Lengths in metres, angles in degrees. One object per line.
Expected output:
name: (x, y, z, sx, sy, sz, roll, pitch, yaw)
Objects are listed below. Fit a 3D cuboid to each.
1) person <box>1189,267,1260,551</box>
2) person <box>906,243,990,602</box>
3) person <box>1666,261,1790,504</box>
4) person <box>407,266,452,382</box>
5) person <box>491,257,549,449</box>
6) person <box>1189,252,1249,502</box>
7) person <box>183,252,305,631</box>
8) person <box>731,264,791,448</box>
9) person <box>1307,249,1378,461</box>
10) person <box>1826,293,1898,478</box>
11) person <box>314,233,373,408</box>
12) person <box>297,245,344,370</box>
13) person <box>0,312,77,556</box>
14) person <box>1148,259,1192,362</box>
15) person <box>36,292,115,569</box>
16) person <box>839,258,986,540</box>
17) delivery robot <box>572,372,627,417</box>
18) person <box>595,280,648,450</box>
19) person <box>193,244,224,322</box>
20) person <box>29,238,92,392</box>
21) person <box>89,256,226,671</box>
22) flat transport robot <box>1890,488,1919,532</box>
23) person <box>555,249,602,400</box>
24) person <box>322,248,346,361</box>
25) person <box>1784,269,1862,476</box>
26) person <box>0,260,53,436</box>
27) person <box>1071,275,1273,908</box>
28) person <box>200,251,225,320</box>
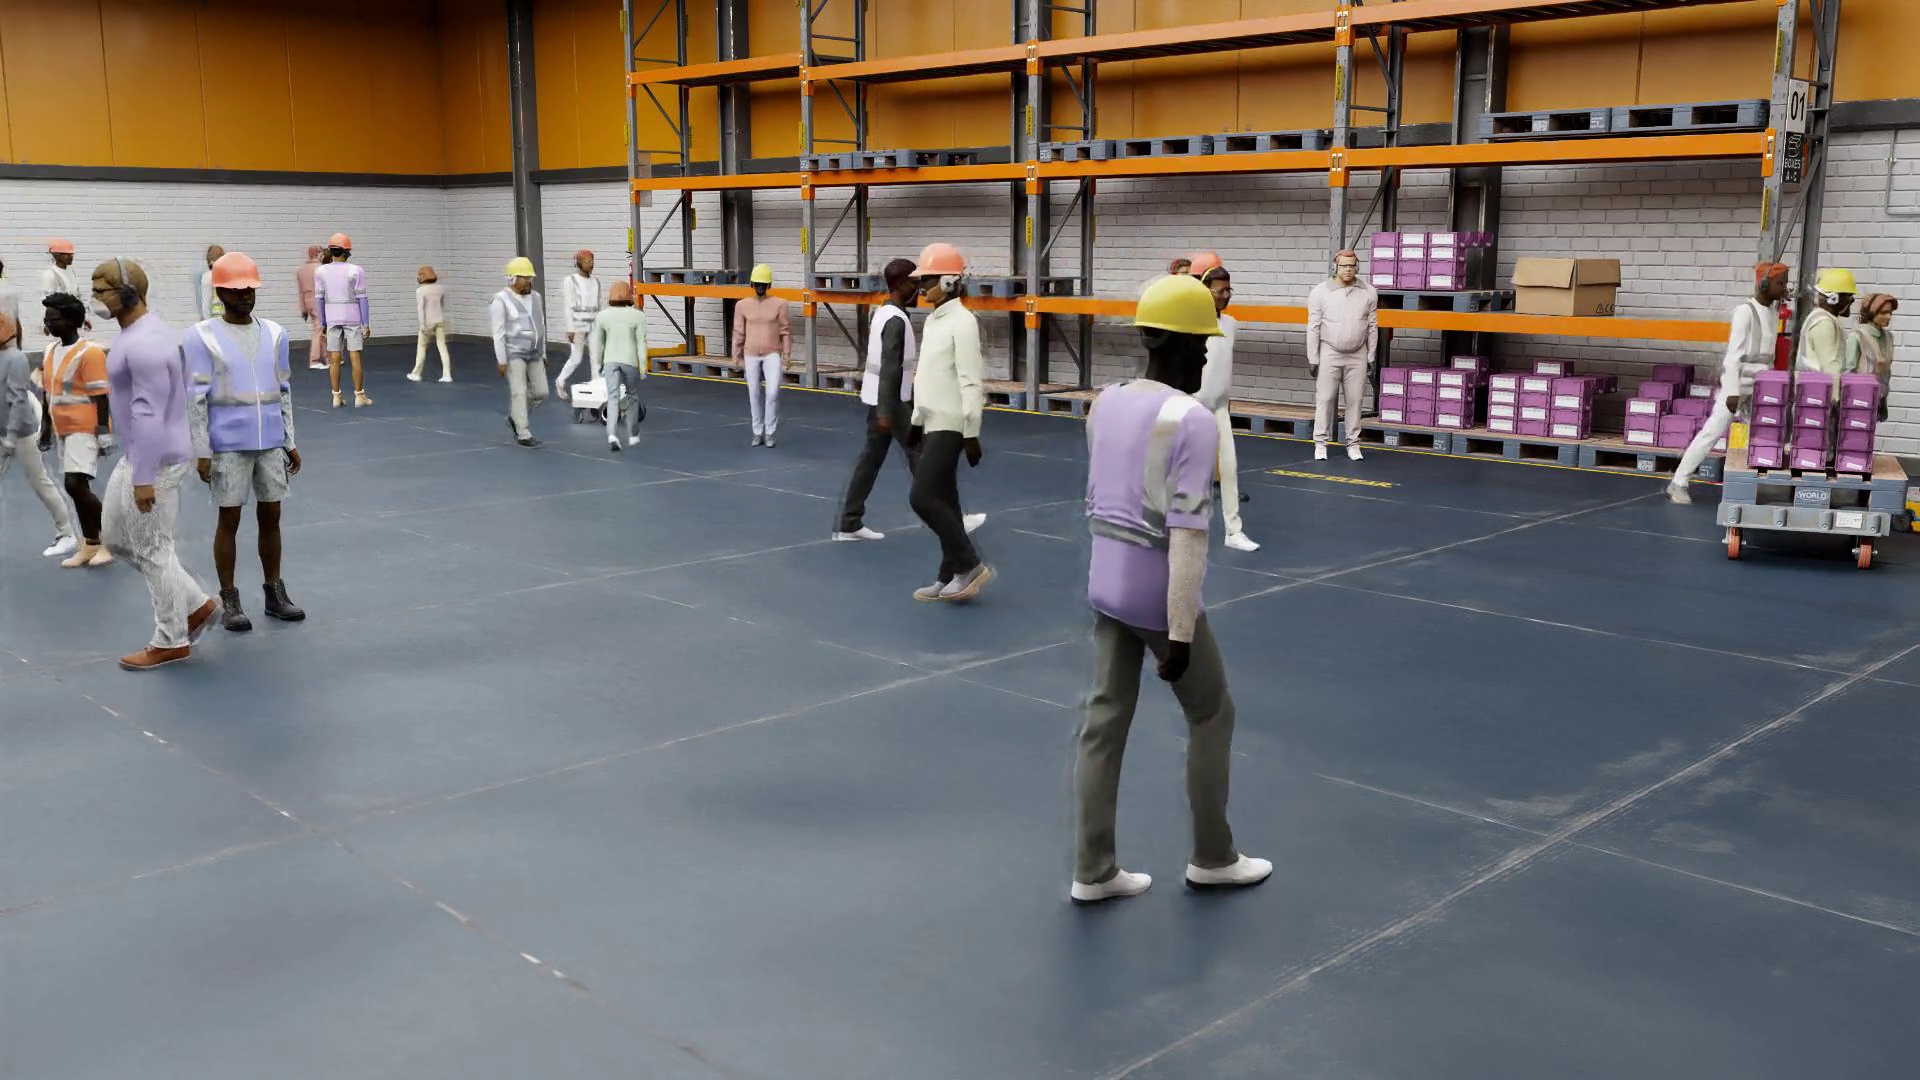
person: (1.593, -0.877, 10.930, 0.537, 1.829, 0.959, -6, 12, -31)
person: (-0.112, -0.624, 9.116, 0.436, 1.978, 0.621, -2, 11, -12)
person: (5.769, -1.141, 12.396, 0.612, 1.838, 0.910, -9, 13, -39)
person: (-7.369, -2.991, 23.077, 0.738, 1.597, 0.504, 7, 13, 35)
person: (-4.178, -1.770, 15.801, 0.477, 1.815, 0.614, 7, 12, 32)
person: (1.761, -1.237, 12.687, 0.865, 1.910, 0.548, 3, 11, 16)
person: (-3.677, -0.508, 8.594, 0.356, 1.937, 0.552, 9, 14, 39)
person: (-1.899, -1.740, 15.828, 0.555, 1.739, 0.610, 0, 10, 0)
person: (3.440, -1.652, 14.959, 0.635, 1.900, 0.398, -1, 10, -3)
person: (6.471, -0.955, 11.933, 0.522, 1.608, 0.565, -7, 13, -35)
person: (-7.250, -2.576, 19.584, 0.607, 2.044, 0.379, 0, 10, -1)
person: (-9.690, -3.534, 25.298, 0.656, 1.891, 0.677, 7, 12, 33)
person: (-5.908, -0.646, 10.297, 0.511, 1.587, 0.844, 4, 11, 22)
person: (2.170, -1.929, 16.760, 0.581, 1.792, 1.008, -10, 14, -42)
person: (-5.347, -0.652, 10.065, 0.545, 1.688, 0.355, 8, 13, 36)
person: (-0.348, -0.906, 10.966, 1.011, 1.865, 0.617, -2, 11, -9)
delivery robot: (-3.817, -1.562, 17.859, 0.707, 0.478, 0.477, 6, 12, 27)
person: (-3.229, -1.661, 15.809, 0.510, 1.599, 0.814, 0, 10, -2)
person: (-10.331, -3.129, 23.000, 0.885, 1.911, 0.638, 7, 12, 32)
person: (-11.579, -2.874, 21.367, 1.031, 1.994, 0.609, -1, 10, -3)
person: (-3.789, -0.343, 7.715, 0.432, 1.924, 0.644, -6, 12, -29)
flat transport robot: (6.585, -0.252, 11.747, 0.652, 0.197, 1.431, -4, 11, -23)
person: (-4.540, -2.543, 19.928, 0.816, 1.863, 0.578, 9, 14, 41)
person: (-9.824, -3.631, 25.922, 0.647, 1.829, 0.488, -3, 11, -16)
person: (6.231, -1.047, 11.976, 0.908, 1.789, 0.600, 6, 12, 31)
person: (-9.344, -1.865, 16.296, 0.915, 1.836, 0.528, 3, 11, 16)
person: (0.652, 0.158, 5.055, 0.791, 1.896, 0.594, -7, 13, -34)
person: (-9.668, -2.864, 21.770, 0.430, 1.822, 0.641, 3, 11, 18)
